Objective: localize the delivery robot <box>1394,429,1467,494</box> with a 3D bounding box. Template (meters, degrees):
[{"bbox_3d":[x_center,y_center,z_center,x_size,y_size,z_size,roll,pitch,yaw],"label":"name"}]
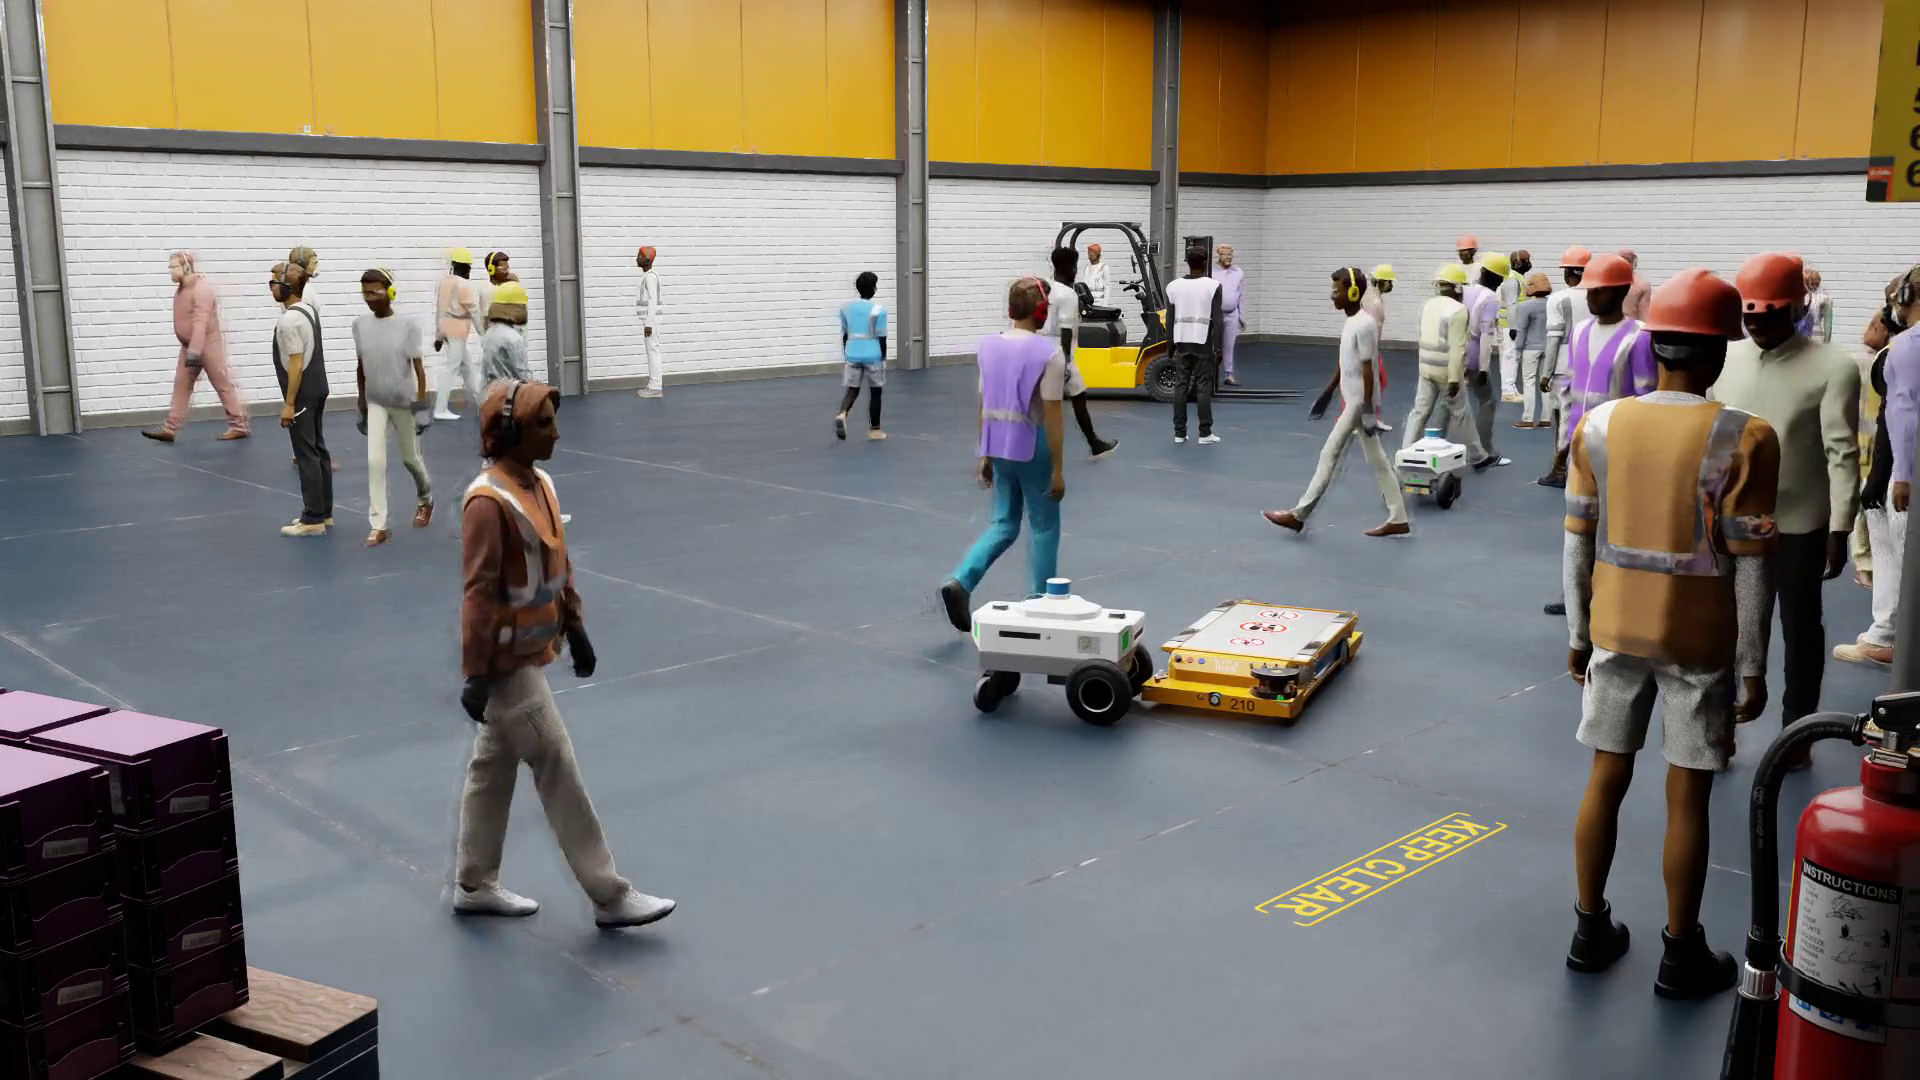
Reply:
[{"bbox_3d":[3.577,-0.602,12.625,0.477,0.478,0.707,7,13,35],"label":"delivery robot"}]

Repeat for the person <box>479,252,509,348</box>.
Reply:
[{"bbox_3d":[-4.430,-1.817,15.941,0.310,1.861,0.534,0,10,0],"label":"person"}]

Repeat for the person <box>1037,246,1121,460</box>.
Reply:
[{"bbox_3d":[0.965,-1.634,14.772,0.973,1.915,0.634,-5,12,-27],"label":"person"}]

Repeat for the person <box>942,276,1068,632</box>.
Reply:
[{"bbox_3d":[0.274,-0.405,8.347,0.724,1.825,0.573,-10,14,-42],"label":"person"}]

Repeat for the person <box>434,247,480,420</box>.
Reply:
[{"bbox_3d":[-5.471,-2.277,18.389,0.935,1.874,0.588,-9,14,-40],"label":"person"}]

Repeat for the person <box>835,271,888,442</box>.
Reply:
[{"bbox_3d":[-0.945,-1.770,16.161,0.538,1.680,0.640,5,11,24],"label":"person"}]

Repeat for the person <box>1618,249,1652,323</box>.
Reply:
[{"bbox_3d":[7.181,-2.220,18.127,0.668,1.872,0.890,6,12,30],"label":"person"}]

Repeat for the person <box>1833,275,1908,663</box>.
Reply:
[{"bbox_3d":[4.430,-0.326,7.864,0.621,1.845,0.430,-9,13,-39],"label":"person"}]

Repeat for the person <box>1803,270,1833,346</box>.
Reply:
[{"bbox_3d":[9.416,-2.179,18.528,0.520,1.639,0.309,4,11,22],"label":"person"}]

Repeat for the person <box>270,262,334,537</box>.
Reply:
[{"bbox_3d":[-4.452,-0.944,11.226,0.344,1.847,0.506,-1,10,-3],"label":"person"}]

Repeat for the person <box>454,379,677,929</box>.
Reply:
[{"bbox_3d":[-1.164,0.344,4.823,0.782,1.602,0.545,0,10,2],"label":"person"}]

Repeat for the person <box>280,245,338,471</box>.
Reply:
[{"bbox_3d":[-5.627,-1.553,14.293,0.352,1.937,0.635,-6,12,-30],"label":"person"}]

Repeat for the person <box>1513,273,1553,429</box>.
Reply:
[{"bbox_3d":[6.048,-1.973,17.439,0.501,1.631,0.273,-3,11,-16],"label":"person"}]

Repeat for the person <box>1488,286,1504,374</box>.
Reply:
[{"bbox_3d":[7.795,-3.224,24.226,0.522,1.636,0.310,1,10,5],"label":"person"}]

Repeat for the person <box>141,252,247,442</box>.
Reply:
[{"bbox_3d":[-7.500,-1.865,16.235,0.649,1.850,0.983,8,13,38],"label":"person"}]

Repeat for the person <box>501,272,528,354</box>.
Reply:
[{"bbox_3d":[-4.865,-2.081,18.049,0.536,1.626,0.316,7,13,35],"label":"person"}]

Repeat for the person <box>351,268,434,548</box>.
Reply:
[{"bbox_3d":[-3.797,-0.913,11.178,0.535,1.822,0.978,0,10,2],"label":"person"}]

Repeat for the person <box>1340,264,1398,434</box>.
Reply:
[{"bbox_3d":[4.192,-1.932,16.929,0.649,1.726,0.535,2,11,10],"label":"person"}]

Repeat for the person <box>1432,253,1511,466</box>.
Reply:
[{"bbox_3d":[4.486,-1.570,14.586,0.801,1.860,0.745,-4,11,-21],"label":"person"}]

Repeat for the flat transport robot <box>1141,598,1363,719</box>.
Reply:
[{"bbox_3d":[1.368,0.510,7.594,0.652,0.197,1.431,5,11,25],"label":"flat transport robot"}]

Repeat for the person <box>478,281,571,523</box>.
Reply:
[{"bbox_3d":[-2.937,-0.860,11.132,0.808,1.707,0.481,-6,12,-31],"label":"person"}]

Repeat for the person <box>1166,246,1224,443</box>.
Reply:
[{"bbox_3d":[2.282,-1.897,16.219,0.587,1.920,0.394,6,12,30],"label":"person"}]

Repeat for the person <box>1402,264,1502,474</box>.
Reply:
[{"bbox_3d":[4.127,-1.428,14.033,0.949,1.775,0.611,-4,11,-22],"label":"person"}]

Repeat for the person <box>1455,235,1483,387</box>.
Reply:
[{"bbox_3d":[6.681,-3.025,22.098,0.662,2.014,0.640,-10,14,-43],"label":"person"}]

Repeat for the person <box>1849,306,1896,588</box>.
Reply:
[{"bbox_3d":[5.358,-0.556,9.728,0.517,1.620,0.618,1,10,5],"label":"person"}]

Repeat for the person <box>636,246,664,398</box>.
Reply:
[{"bbox_3d":[-3.899,-2.729,20.852,0.355,1.884,0.575,-2,11,-13],"label":"person"}]

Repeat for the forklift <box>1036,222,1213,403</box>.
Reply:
[{"bbox_3d":[1.935,-2.847,20.651,2.313,2.155,1.214,2,11,13],"label":"forklift"}]

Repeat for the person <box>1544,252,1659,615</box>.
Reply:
[{"bbox_3d":[3.326,-0.521,8.666,0.372,1.935,0.550,-5,12,-27],"label":"person"}]

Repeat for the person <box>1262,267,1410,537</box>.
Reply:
[{"bbox_3d":[2.579,-0.903,11.131,1.007,1.798,0.489,3,11,14],"label":"person"}]

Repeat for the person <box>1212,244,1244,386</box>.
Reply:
[{"bbox_3d":[3.528,-3.012,22.340,0.650,1.904,0.403,-3,11,-15],"label":"person"}]

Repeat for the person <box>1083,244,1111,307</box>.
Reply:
[{"bbox_3d":[2.113,-3.716,26.233,0.356,1.886,0.574,-9,14,-40],"label":"person"}]

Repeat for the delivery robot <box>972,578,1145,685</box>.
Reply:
[{"bbox_3d":[0.417,0.407,7.121,0.707,0.478,0.477,3,11,18],"label":"delivery robot"}]

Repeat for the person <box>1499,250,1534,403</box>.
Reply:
[{"bbox_3d":[6.795,-2.605,20.287,0.429,1.847,0.626,5,12,25],"label":"person"}]

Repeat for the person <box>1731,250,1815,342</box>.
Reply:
[{"bbox_3d":[5.708,-1.085,11.792,0.557,1.918,0.568,-10,14,-44],"label":"person"}]

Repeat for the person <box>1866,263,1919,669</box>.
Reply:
[{"bbox_3d":[4.465,-0.292,7.556,0.647,1.897,0.692,9,14,42],"label":"person"}]

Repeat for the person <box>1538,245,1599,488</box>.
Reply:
[{"bbox_3d":[4.910,-1.383,13.364,0.545,1.939,0.373,-3,11,-14],"label":"person"}]

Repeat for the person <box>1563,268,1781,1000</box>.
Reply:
[{"bbox_3d":[1.894,0.253,4.448,0.362,1.934,0.551,-10,14,-43],"label":"person"}]

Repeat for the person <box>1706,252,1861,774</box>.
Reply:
[{"bbox_3d":[2.996,-0.078,6.182,0.697,1.954,0.681,-9,14,-41],"label":"person"}]
